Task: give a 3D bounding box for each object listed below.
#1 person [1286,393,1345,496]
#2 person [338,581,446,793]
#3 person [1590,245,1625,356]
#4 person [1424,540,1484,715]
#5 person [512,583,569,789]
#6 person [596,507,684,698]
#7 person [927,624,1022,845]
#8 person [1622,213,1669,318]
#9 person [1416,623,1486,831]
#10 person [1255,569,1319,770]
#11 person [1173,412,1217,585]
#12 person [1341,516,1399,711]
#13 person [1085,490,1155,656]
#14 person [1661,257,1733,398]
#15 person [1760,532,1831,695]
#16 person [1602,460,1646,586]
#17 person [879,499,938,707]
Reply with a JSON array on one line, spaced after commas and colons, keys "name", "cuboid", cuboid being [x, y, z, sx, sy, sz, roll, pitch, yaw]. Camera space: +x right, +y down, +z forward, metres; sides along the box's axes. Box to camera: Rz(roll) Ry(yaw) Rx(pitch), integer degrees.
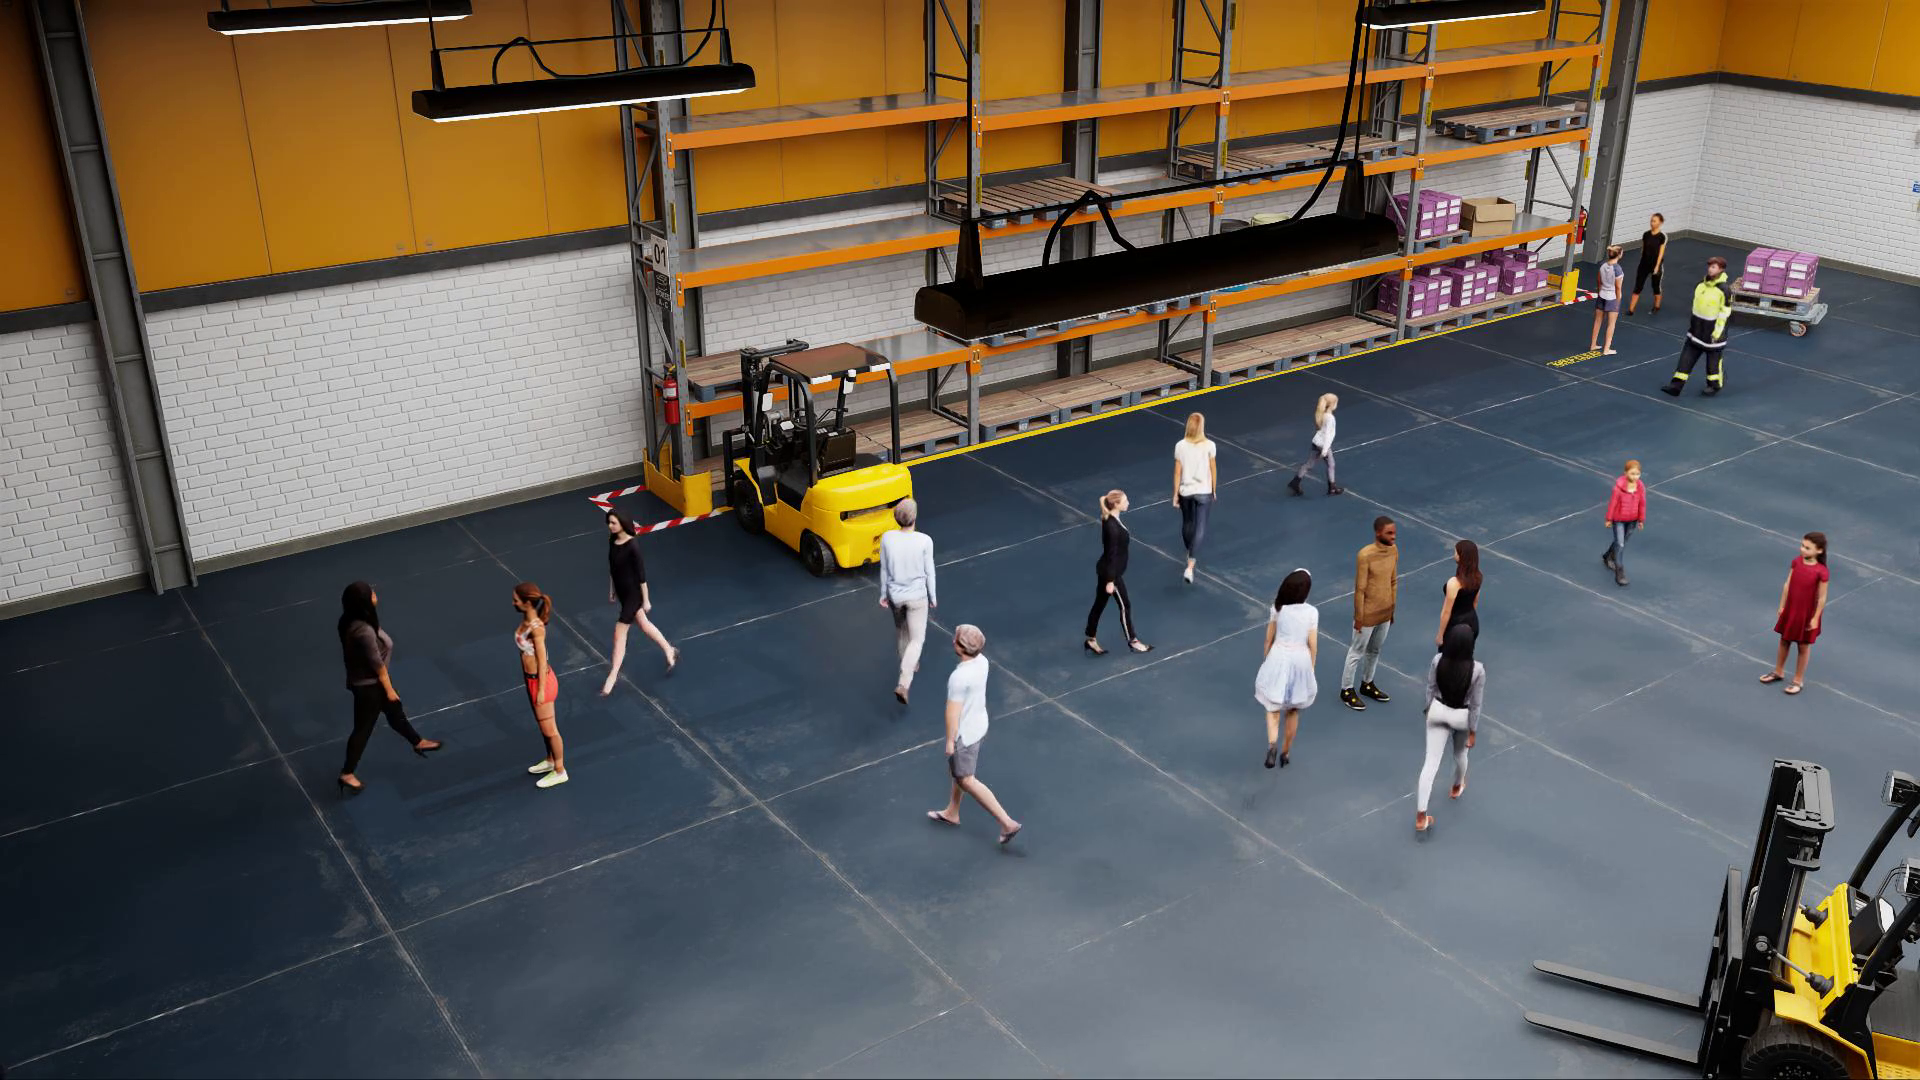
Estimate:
[{"name": "person", "cuboid": [4.148, -1.096, 19.390, 0.972, 1.258, 0.721, -5, 24, -10]}, {"name": "person", "cuboid": [-4.848, 1.233, 13.396, 1.143, 1.791, 0.661, -16, 28, -32]}, {"name": "person", "cuboid": [9.584, -3.561, 24.571, 0.566, 1.625, 0.598, -13, 27, -26]}, {"name": "person", "cuboid": [4.357, 0.791, 14.537, 0.469, 1.687, 0.635, -17, 29, -34]}, {"name": "person", "cuboid": [-3.421, 1.166, 13.552, 0.586, 1.789, 0.616, -10, 26, -22]}, {"name": "person", "cuboid": [-2.900, 0.530, 15.042, 1.129, 1.760, 0.640, -17, 29, -34]}, {"name": "person", "cuboid": [0.129, 1.505, 12.752, 1.050, 1.807, 1.148, 11, 26, 24]}, {"name": "person", "cuboid": [11.001, -4.330, 26.326, 1.100, 1.628, 0.633, -18, 29, -35]}, {"name": "person", "cuboid": [3.787, 1.478, 12.976, 0.938, 1.679, 1.251, 14, 27, 29]}, {"name": "person", "cuboid": [2.677, 1.127, 13.629, 0.968, 1.798, 1.060, 10, 25, 21]}, {"name": "person", "cuboid": [2.423, -0.411, 17.177, 1.057, 1.775, 1.214, 8, 25, 17]}, {"name": "person", "cuboid": [3.653, 0.623, 14.763, 0.462, 1.814, 0.677, -15, 28, -30]}, {"name": "person", "cuboid": [1.325, 0.333, 15.588, 1.014, 1.684, 0.894, -2, 24, -4]}, {"name": "person", "cuboid": [10.235, -2.865, 22.595, 1.271, 1.931, 0.928, -11, 26, -23]}, {"name": "person", "cuboid": [7.633, 0.632, 15.069, 0.610, 1.551, 0.551, -14, 27, -28]}, {"name": "person", "cuboid": [6.909, -0.227, 17.363, 0.911, 1.289, 0.861, -2, 24, -4]}, {"name": "person", "cuboid": [-0.489, 0.570, 14.822, 1.129, 1.863, 1.268, 7, 25, 16]}]
